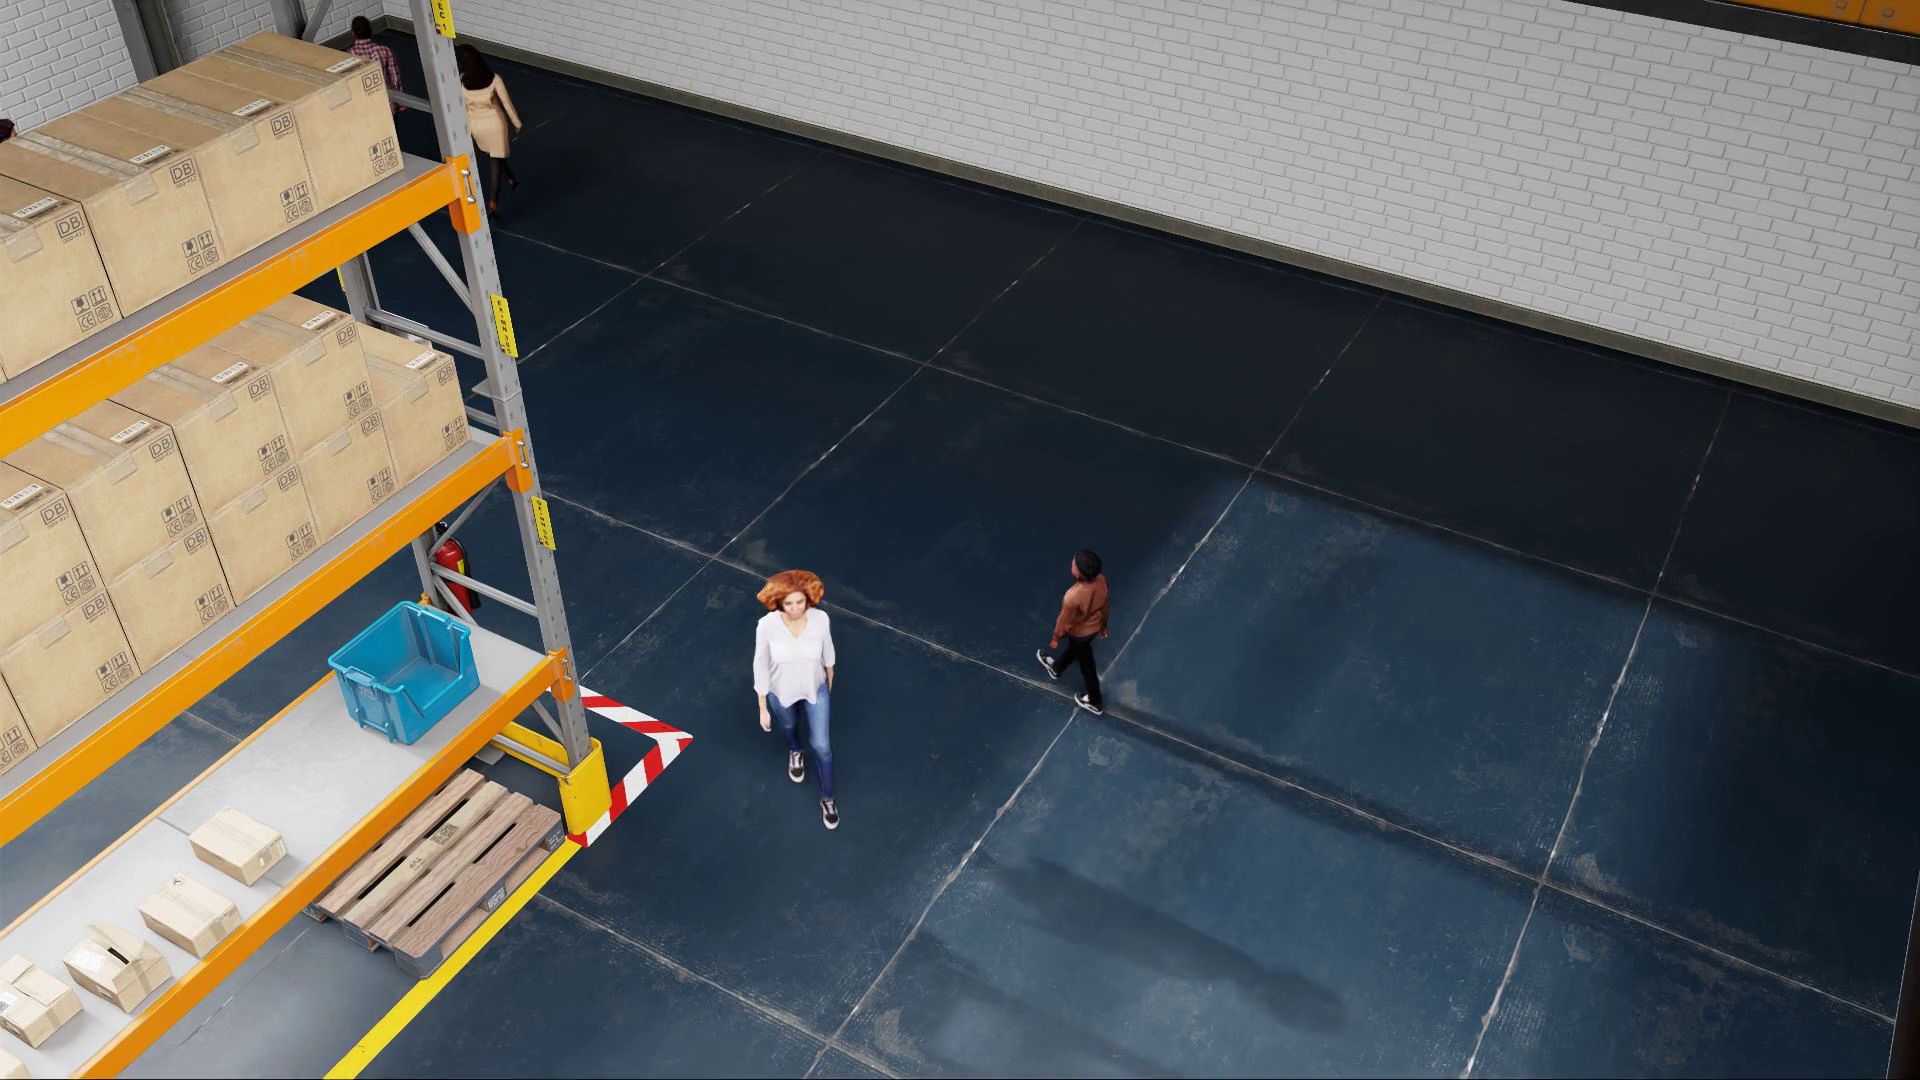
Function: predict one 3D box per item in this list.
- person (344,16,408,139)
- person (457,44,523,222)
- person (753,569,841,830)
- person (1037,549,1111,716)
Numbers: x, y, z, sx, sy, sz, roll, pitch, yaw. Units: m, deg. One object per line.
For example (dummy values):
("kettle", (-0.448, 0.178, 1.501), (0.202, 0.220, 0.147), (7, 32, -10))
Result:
("person", (-5.613, -4.155, 16.029), (0.779, 1.752, 0.890), (-19, 42, -22))
("person", (-4.459, -3.793, 15.682), (1.047, 1.619, 1.233), (1, 39, 1))
("person", (-0.978, 0.804, 9.873), (0.971, 1.684, 1.084), (-3, 39, -4))
("person", (0.824, 0.606, 10.484), (0.718, 1.231, 0.828), (31, 48, 33))
